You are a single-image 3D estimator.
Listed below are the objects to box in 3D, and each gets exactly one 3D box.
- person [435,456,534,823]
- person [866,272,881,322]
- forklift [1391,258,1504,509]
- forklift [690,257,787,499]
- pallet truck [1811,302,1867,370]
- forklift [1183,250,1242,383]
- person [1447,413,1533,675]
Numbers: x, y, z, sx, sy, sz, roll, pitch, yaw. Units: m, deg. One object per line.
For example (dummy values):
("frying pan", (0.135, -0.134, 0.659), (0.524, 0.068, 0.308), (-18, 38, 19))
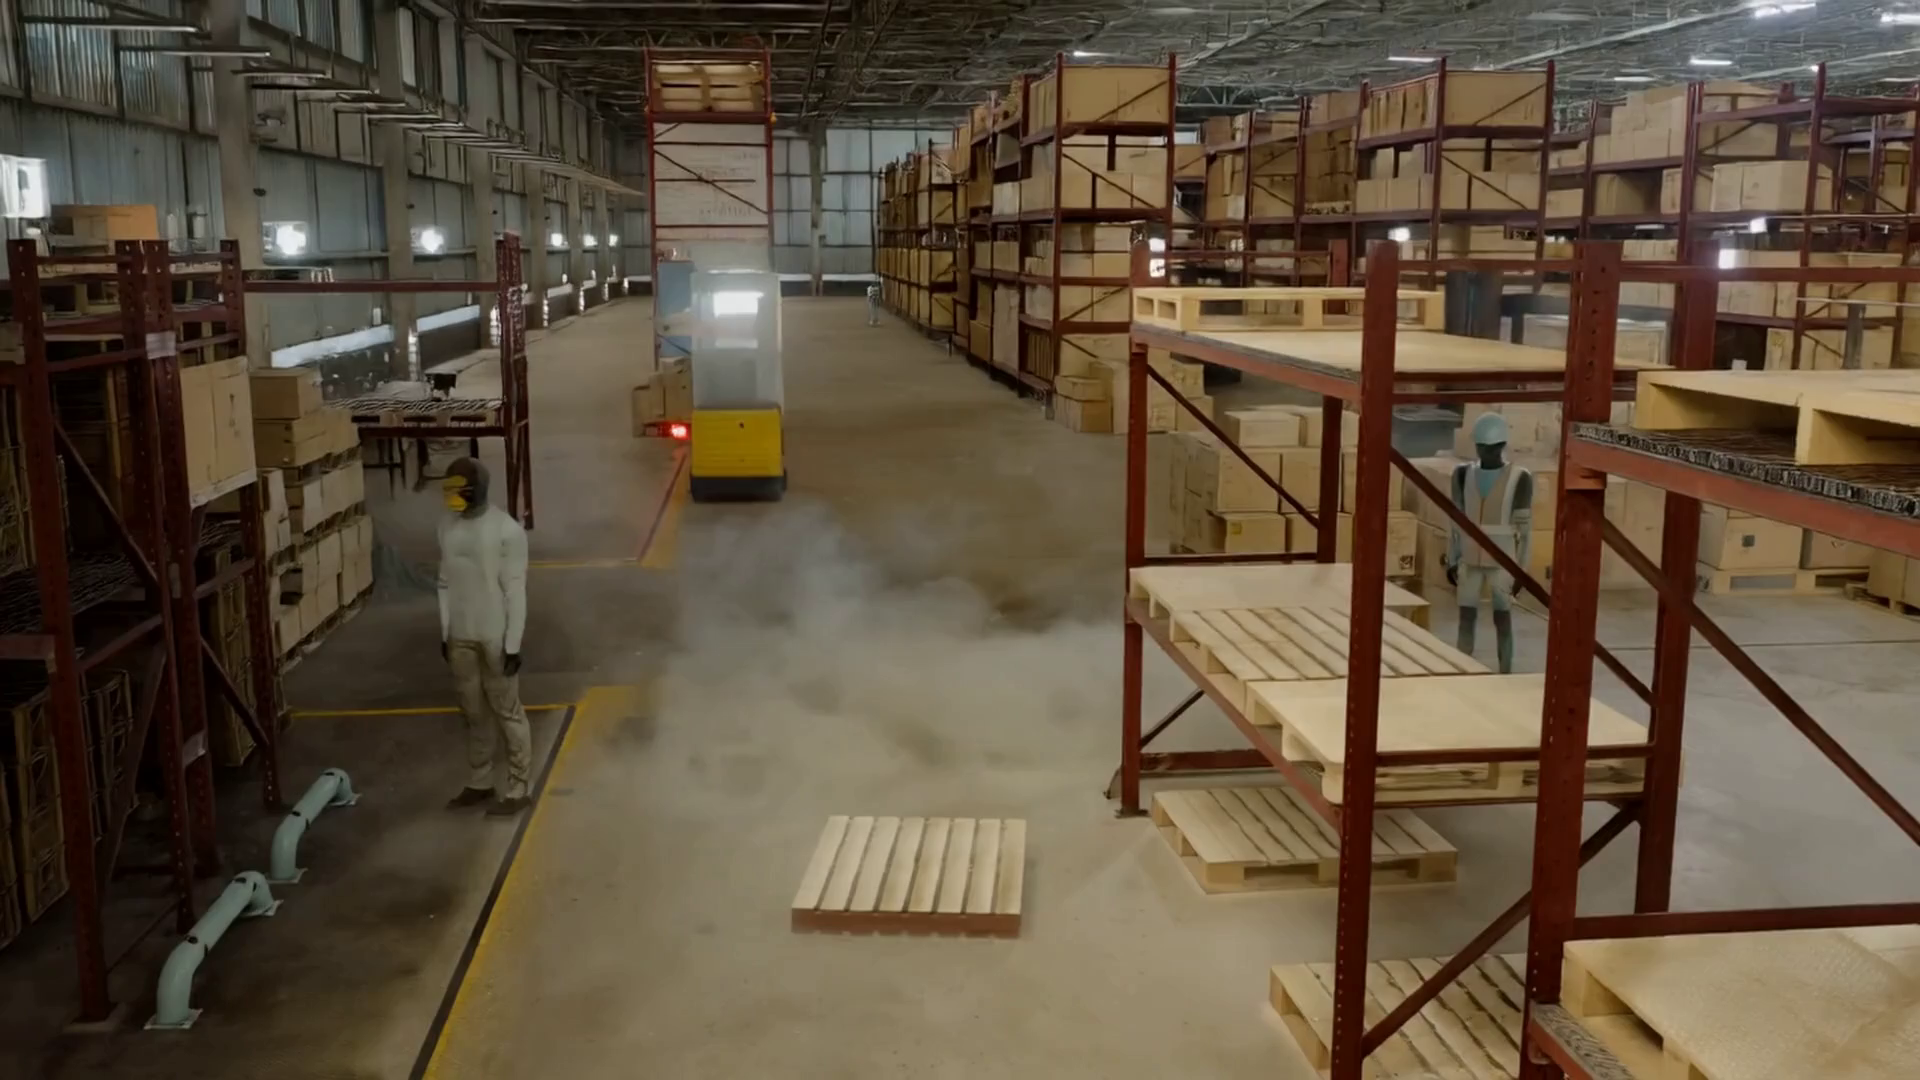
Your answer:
("person", (-2.503, 0.512, 8.743), (0.632, 1.931, 0.366), (7, 12, 33))
("person", (-3.201, -9.012, 61.734), (0.565, 1.846, 0.390), (-2, 10, -9))
("forklift", (5.649, -1.740, 18.576), (1.873, 2.768, 1.129), (-1, 10, -7))
("forklift", (-2.662, -1.975, 19.876), (1.129, 2.768, 1.873), (-1, 10, -6))
("pallet truck", (15.846, -3.142, 28.793), (1.885, 1.965, 0.823), (2, 10, 12))
("forklift", (5.305, -4.788, 35.463), (1.129, 2.768, 1.873), (-1, 10, -6))
("person", (3.436, 0.128, 10.882), (0.542, 1.928, 0.399), (8, 13, 39))
